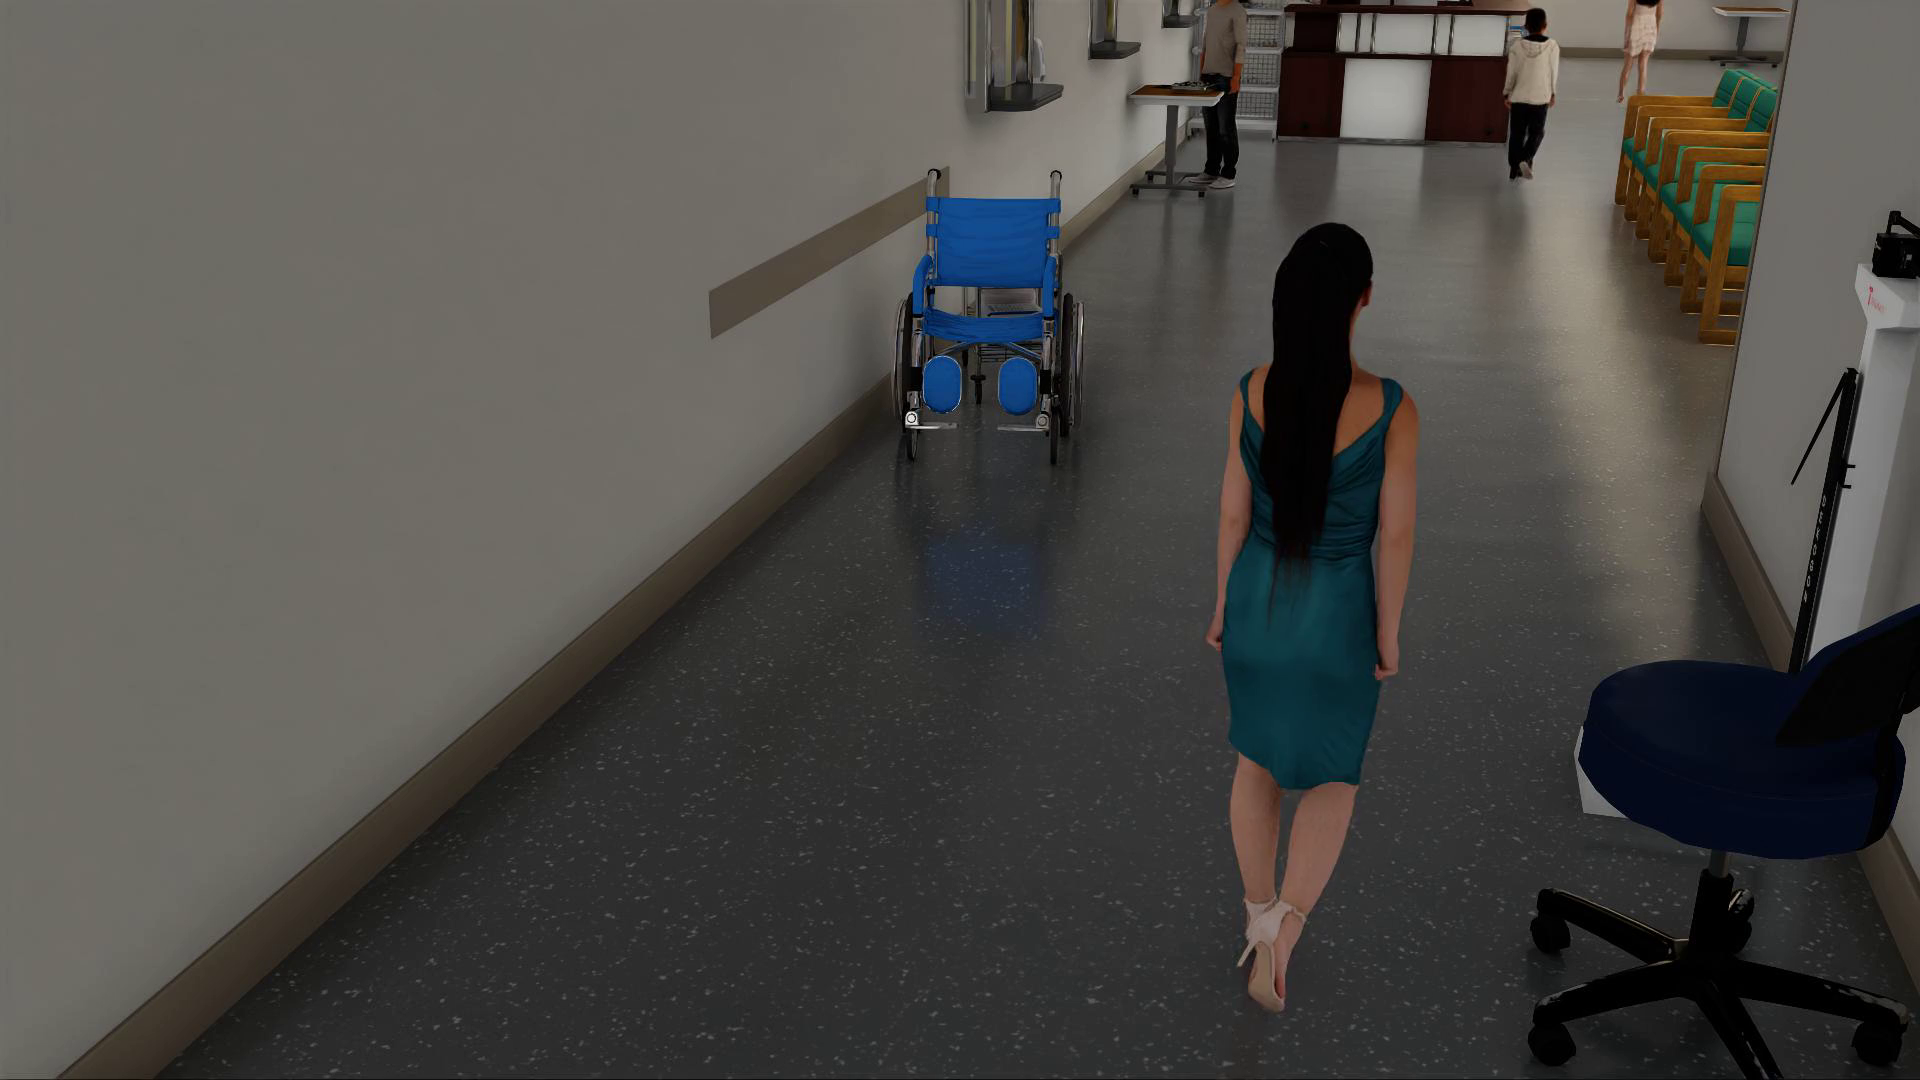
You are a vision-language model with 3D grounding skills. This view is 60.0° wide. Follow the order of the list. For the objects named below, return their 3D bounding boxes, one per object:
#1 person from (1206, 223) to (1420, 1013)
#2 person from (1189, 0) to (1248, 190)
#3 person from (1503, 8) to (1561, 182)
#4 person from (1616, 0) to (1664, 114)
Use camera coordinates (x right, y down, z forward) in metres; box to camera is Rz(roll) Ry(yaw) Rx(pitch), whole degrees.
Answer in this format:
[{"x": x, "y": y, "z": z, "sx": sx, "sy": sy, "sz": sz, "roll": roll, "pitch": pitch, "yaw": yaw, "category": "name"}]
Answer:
[{"x": 0.667, "y": 0.223, "z": 3.343, "sx": 0.773, "sy": 1.674, "sz": 0.679, "roll": 8, "pitch": 22, "yaw": 20, "category": "person"}, {"x": 2.223, "y": -3.915, "z": 14.076, "sx": 0.784, "sy": 1.811, "sz": 0.722, "roll": -12, "pitch": 24, "yaw": -28, "category": "person"}, {"x": 4.892, "y": -3.809, "z": 14.310, "sx": 0.612, "sy": 1.447, "sz": 0.710, "roll": 10, "pitch": 23, "yaw": 24, "category": "person"}, {"x": 7.768, "y": -5.684, "z": 18.908, "sx": 0.977, "sy": 1.696, "sz": 0.701, "roll": 3, "pitch": 21, "yaw": 9, "category": "person"}]
